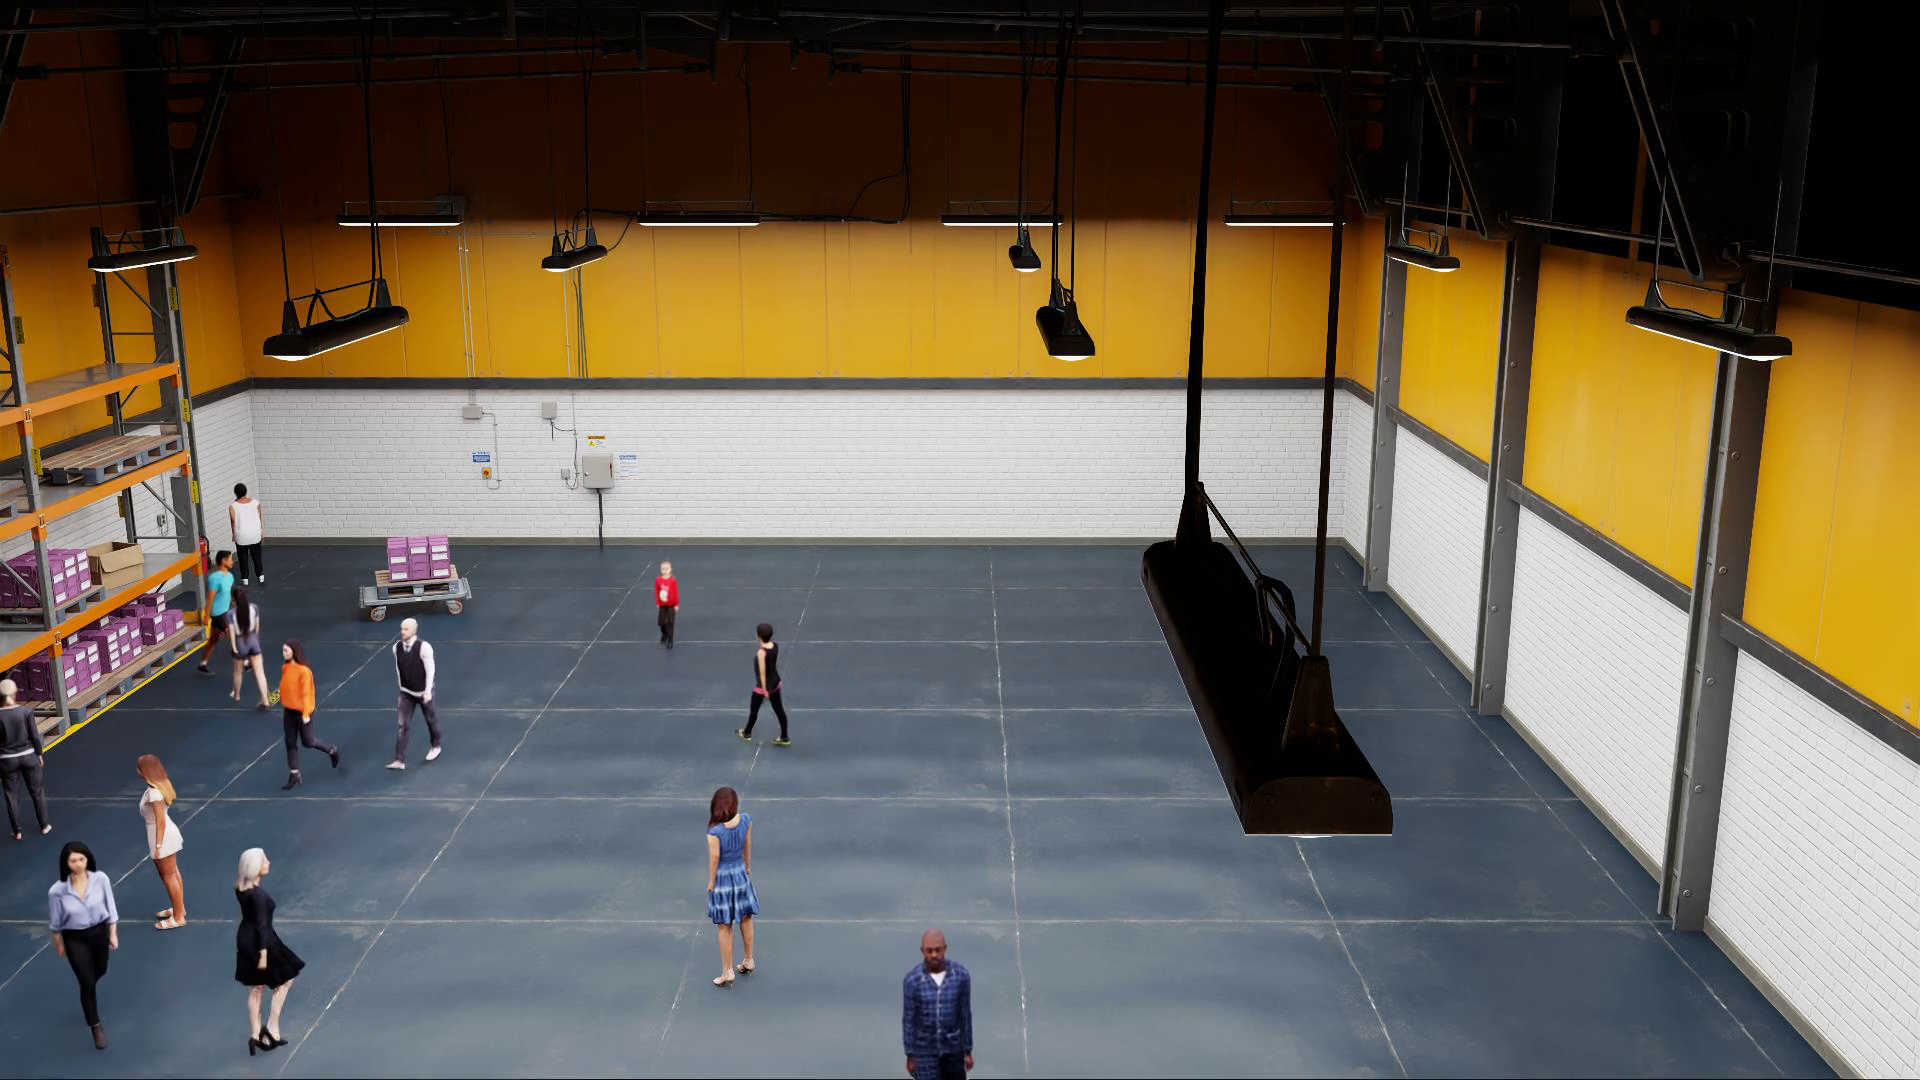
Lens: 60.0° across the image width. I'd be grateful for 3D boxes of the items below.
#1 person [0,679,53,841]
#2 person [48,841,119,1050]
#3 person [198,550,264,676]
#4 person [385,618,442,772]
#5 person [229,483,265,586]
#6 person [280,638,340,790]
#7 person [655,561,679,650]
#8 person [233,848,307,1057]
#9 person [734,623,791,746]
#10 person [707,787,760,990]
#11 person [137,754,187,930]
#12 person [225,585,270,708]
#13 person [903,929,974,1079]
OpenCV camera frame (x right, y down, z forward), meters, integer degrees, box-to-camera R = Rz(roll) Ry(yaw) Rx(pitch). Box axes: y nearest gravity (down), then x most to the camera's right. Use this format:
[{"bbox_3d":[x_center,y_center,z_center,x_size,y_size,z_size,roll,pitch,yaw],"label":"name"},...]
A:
[{"bbox_3d":[-9.944,2.298,17.557,0.692,1.726,0.697,-8,16,-31],"label":"person"},{"bbox_3d":[-7.172,3.258,13.626,1.073,1.710,1.159,-12,18,-41],"label":"person"},{"bbox_3d":[-10.227,1.037,22.770,0.776,1.723,1.047,1,14,5],"label":"person"},{"bbox_3d":[-6.324,1.788,19.552,0.909,1.778,1.252,3,14,14],"label":"person"},{"bbox_3d":[-11.844,-0.116,27.599,0.763,1.691,0.799,-10,17,-35],"label":"person"},{"bbox_3d":[-7.470,1.955,18.958,0.913,1.732,1.071,8,16,31],"label":"person"},{"bbox_3d":[-4.242,0.929,24.174,0.486,1.273,0.544,0,14,0],"label":"person"},{"bbox_3d":[-5.705,3.316,13.330,0.829,1.736,0.769,-13,19,-43],"label":"person"},{"bbox_3d":[-2.266,1.772,20.165,0.911,1.520,0.971,8,16,31],"label":"person"},{"bbox_3d":[-2.006,3.005,14.469,0.814,1.805,0.734,11,18,39],"label":"person"},{"bbox_3d":[-7.460,2.796,15.565,0.689,1.695,0.574,-4,14,-17],"label":"person"},{"bbox_3d":[-9.166,1.412,21.475,1.034,1.604,1.107,-13,19,-42],"label":"person"},{"bbox_3d":[-0.178,3.604,11.992,0.774,1.806,0.936,-3,14,-12],"label":"person"}]
